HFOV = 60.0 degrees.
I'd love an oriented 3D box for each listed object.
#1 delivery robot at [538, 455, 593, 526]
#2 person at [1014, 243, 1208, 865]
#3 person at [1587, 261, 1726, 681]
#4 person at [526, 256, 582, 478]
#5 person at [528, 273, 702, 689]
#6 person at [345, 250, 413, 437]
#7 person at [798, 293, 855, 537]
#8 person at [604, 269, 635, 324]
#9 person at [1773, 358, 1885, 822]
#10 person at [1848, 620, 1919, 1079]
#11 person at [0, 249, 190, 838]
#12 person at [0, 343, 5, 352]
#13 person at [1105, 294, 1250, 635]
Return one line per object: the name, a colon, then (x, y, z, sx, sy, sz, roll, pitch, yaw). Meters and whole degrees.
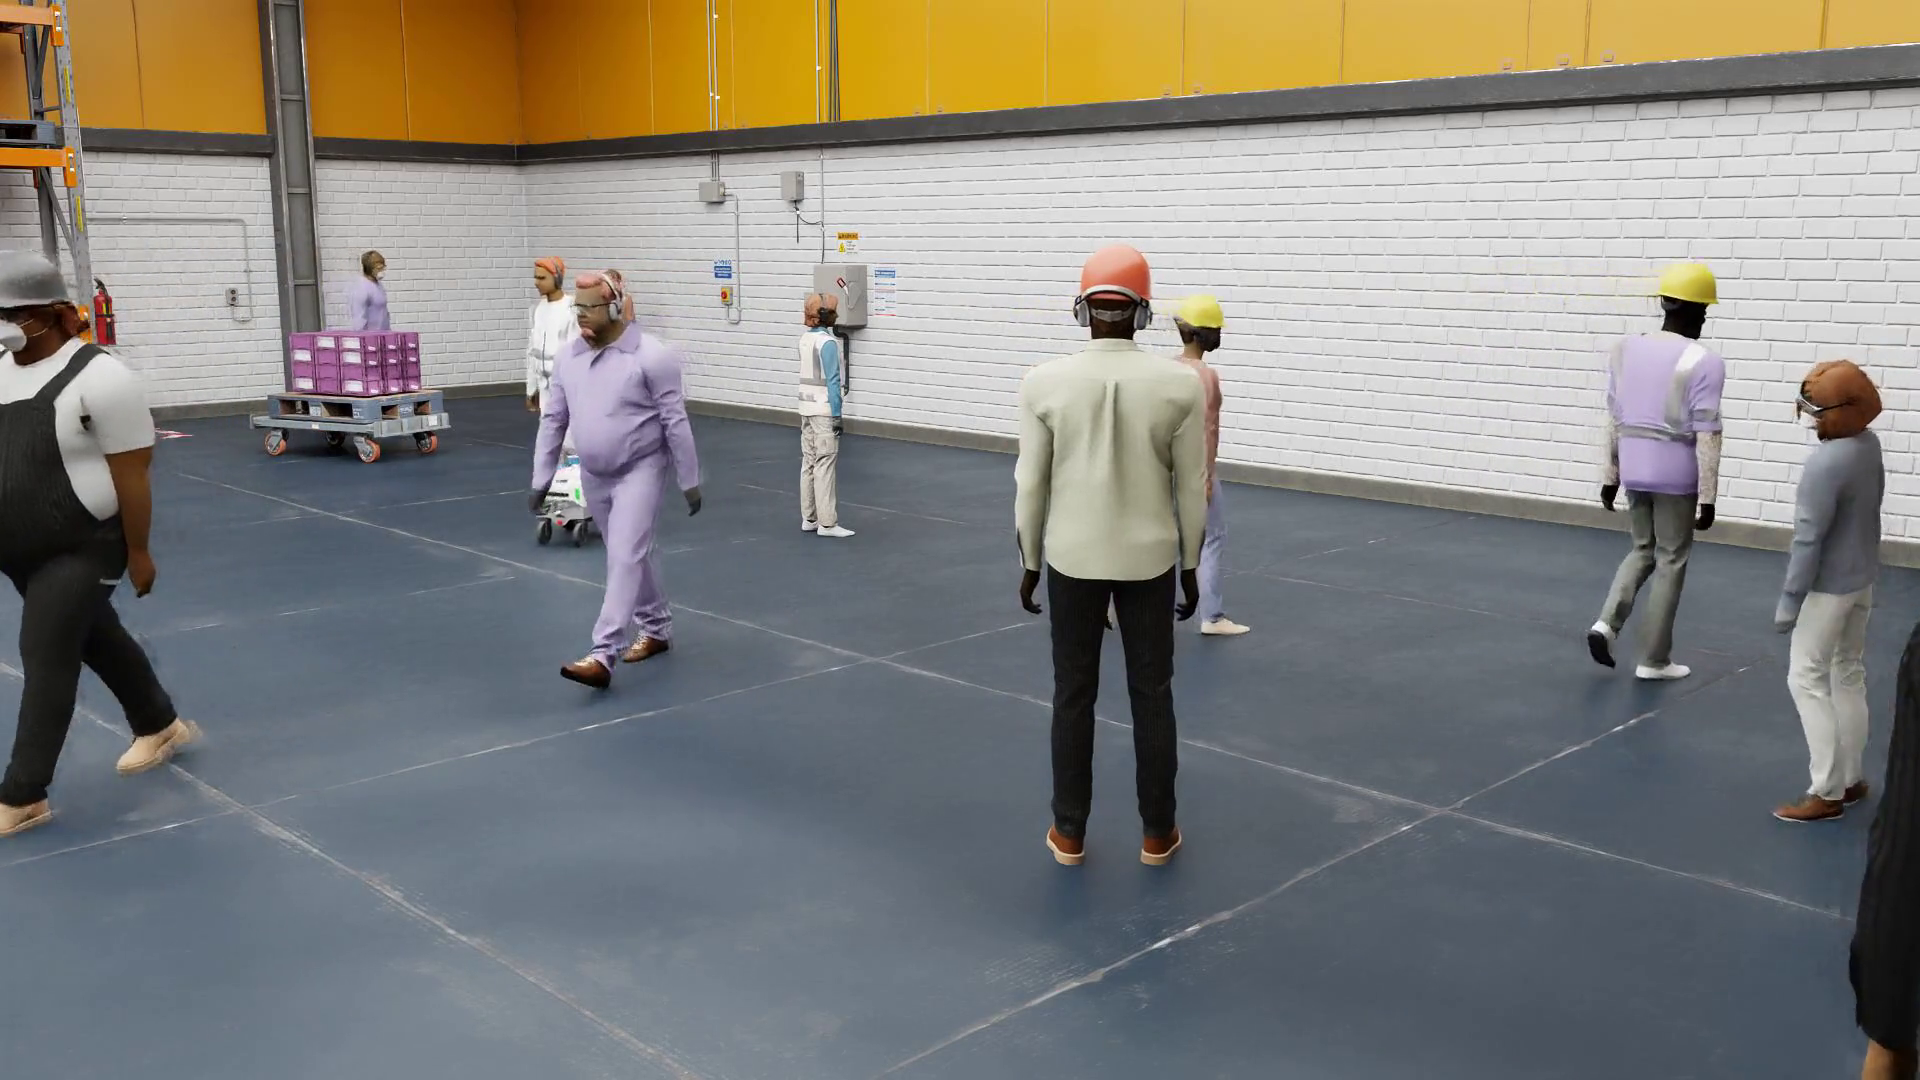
delivery robot: (-2.532, -0.326, 11.122, 0.477, 0.478, 0.707, 3, 11, 15)
person: (0.481, 0.060, 5.339, 0.612, 1.994, 0.395, 1, 10, 5)
person: (3.155, -0.291, 7.490, 0.450, 1.904, 0.606, -6, 12, -28)
person: (-2.886, -1.099, 11.984, 0.613, 1.876, 0.432, 7, 13, 35)
person: (-1.601, -0.276, 7.576, 0.684, 1.848, 0.995, 5, 12, 27)
person: (-5.947, -1.952, 16.627, 0.980, 1.884, 0.676, -1, 10, -7)
person: (-0.929, -0.837, 11.201, 0.309, 1.641, 0.515, -6, 12, -28)
person: (-3.885, -2.207, 18.670, 0.512, 1.642, 0.311, 1, 10, 5)
person: (3.059, 0.168, 5.807, 0.638, 1.612, 0.272, -9, 14, -40)
person: (1.403, 0.689, 2.042, 1.003, 1.954, 0.628, -10, 15, -44)
person: (-3.180, -0.066, 5.904, 0.687, 2.000, 1.044, 5, 11, 25)
person: (-5.894, -0.769, 10.171, 0.355, 1.883, 0.574, -8, 13, -39)
person: (1.077, -0.357, 8.321, 0.757, 1.742, 0.528, -3, 11, -17)
